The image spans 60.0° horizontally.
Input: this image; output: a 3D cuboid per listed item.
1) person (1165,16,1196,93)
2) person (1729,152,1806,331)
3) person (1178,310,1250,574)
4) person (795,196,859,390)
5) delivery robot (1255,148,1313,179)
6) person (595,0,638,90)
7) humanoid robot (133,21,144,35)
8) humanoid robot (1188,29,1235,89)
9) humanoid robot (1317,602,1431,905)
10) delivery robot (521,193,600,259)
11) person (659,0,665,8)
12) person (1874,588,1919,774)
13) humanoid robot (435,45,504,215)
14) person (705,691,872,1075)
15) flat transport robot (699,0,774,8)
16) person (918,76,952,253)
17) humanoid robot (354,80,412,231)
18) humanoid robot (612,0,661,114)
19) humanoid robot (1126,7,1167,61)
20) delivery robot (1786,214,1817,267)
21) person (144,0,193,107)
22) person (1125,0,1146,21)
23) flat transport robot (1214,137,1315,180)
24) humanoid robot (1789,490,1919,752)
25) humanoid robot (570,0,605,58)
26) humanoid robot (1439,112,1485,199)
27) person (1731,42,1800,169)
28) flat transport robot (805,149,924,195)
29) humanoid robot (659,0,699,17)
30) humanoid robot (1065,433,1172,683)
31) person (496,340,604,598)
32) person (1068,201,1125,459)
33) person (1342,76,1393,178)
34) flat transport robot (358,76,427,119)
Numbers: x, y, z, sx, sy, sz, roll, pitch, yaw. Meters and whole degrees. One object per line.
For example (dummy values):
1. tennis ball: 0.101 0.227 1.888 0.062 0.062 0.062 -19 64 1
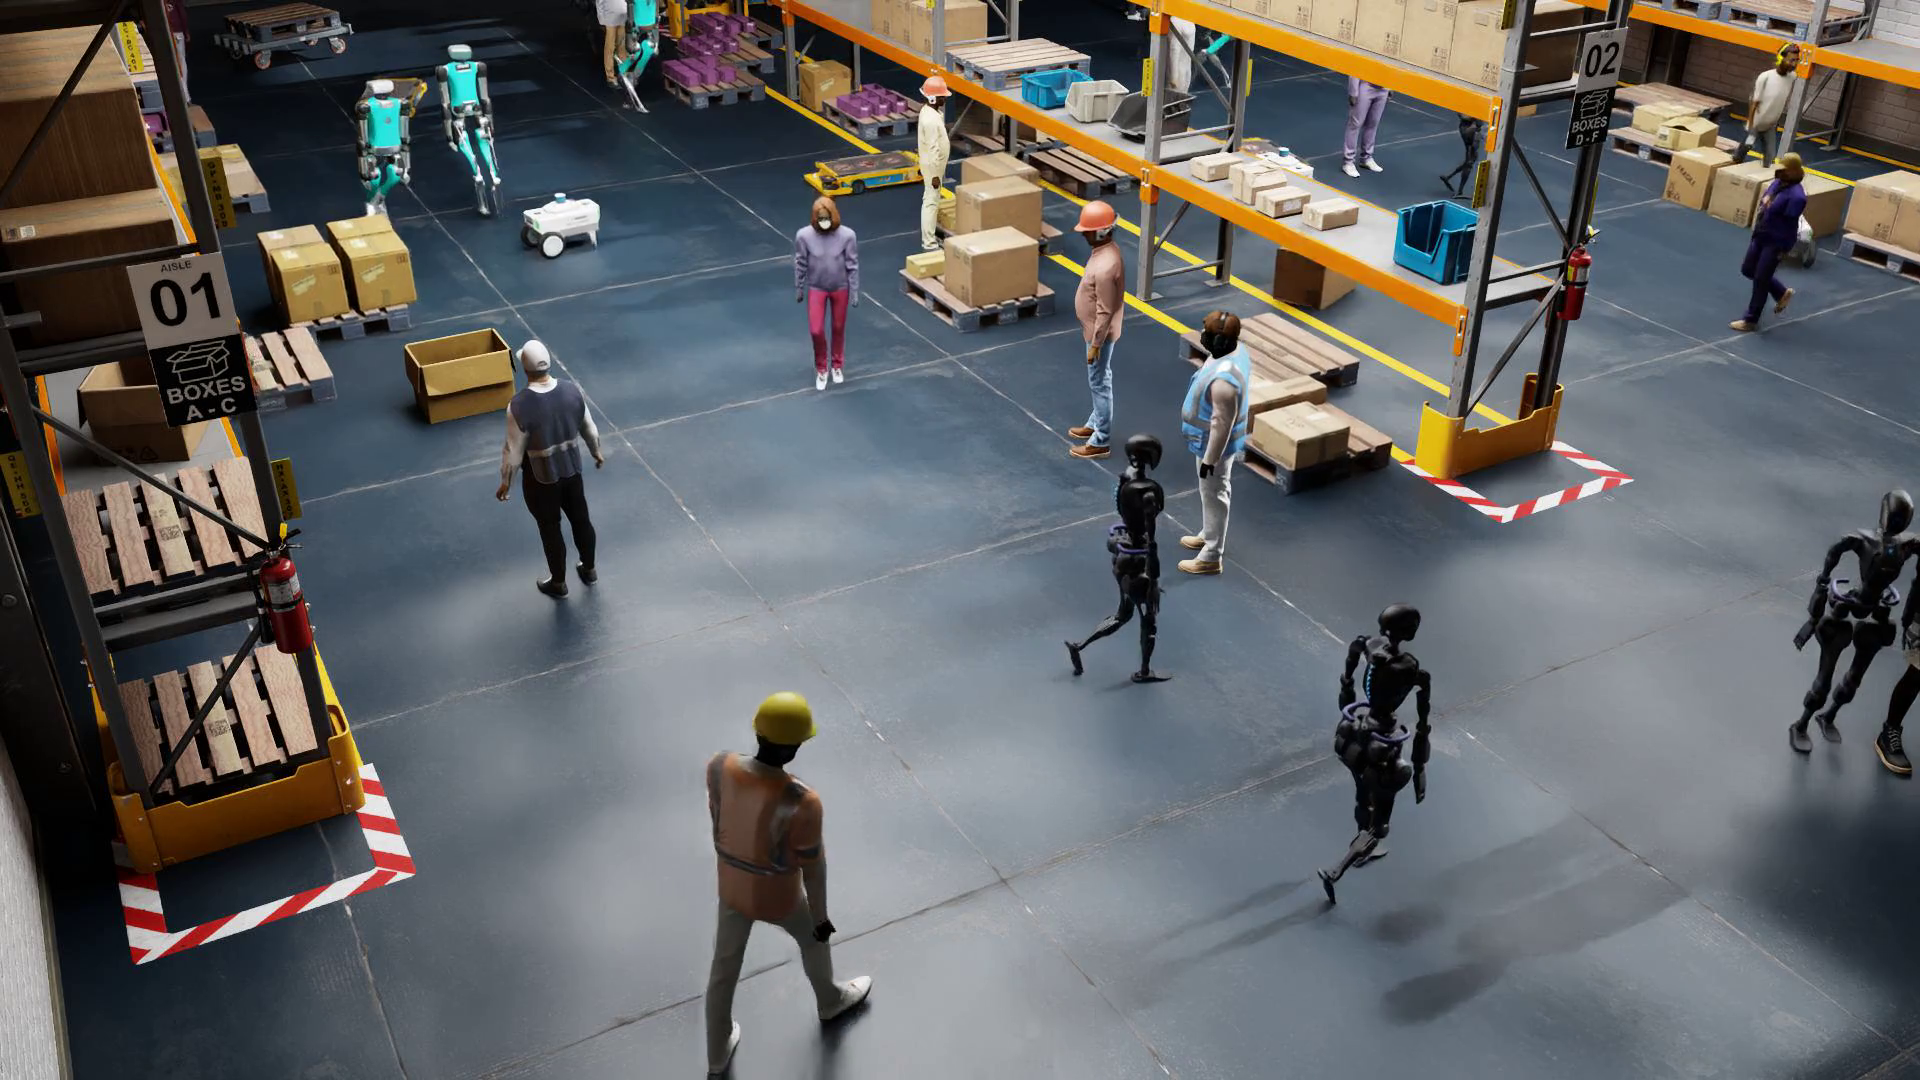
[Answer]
1. person: 2.568 -5.482 19.324 0.377 1.893 0.584 13 32 21
2. person: 7.194 -2.634 14.635 0.539 1.599 0.471 -2 30 -4
3. person: 1.661 -0.643 10.951 0.430 1.845 0.618 6 30 11
4. person: -1.070 -1.995 13.519 0.514 1.611 0.539 -3 30 -5
5. delivery robot: 3.464 -3.937 17.976 0.499 0.595 0.792 -17 34 -27
6. person: -4.517 -6.831 21.818 0.334 1.742 0.560 19 35 29
7. humanoid robot: -11.062 -6.902 22.028 0.660 1.638 0.591 24 38 36
8. humanoid robot: 3.338 -6.714 21.682 0.898 1.822 0.550 5 30 9
9. humanoid robot: 2.004 1.028 8.225 0.650 1.642 0.600 -19 35 -29
10. delivery robot: -3.972 -3.158 16.613 0.741 0.587 0.525 -20 35 -30
11. person: -4.895 -9.226 25.906 0.629 1.834 0.433 -10 31 -17
12. person: 5.452 0.407 9.009 0.603 1.958 0.370 -1 30 -1
13. humanoid robot: -4.974 -4.098 17.178 0.543 1.894 0.728 -19 35 -30
14. person: -0.799 1.478 7.244 0.616 1.863 0.823 14 33 22
15. flat transport robot: -3.415 -8.651 26.470 1.431 0.231 0.659 -10 31 -17
16. person: -0.243 -3.671 16.308 0.332 1.749 0.572 -2 30 -3
17. humanoid robot: -5.683 -3.655 16.307 0.586 1.776 0.712 -24 38 -35
18. humanoid robot: -4.077 -6.129 20.710 0.780 1.892 0.545 21 36 32
19. humanoid robot: 2.682 -7.372 22.895 0.783 1.647 0.603 10 31 17
20. delivery robot: 8.135 -3.027 16.404 0.499 0.607 0.808 6 30 10
21. person: -10.075 -6.478 21.041 0.506 1.908 0.877 -25 38 -36
22. person: 2.700 -8.865 25.253 0.324 1.843 0.528 0 30 -1
23. flat transport robot: 3.400 -4.294 18.885 0.659 0.231 1.431 -9 31 -15
24. humanoid robot: 5.001 0.435 9.271 0.611 1.667 0.390 4 30 8
25. humanoid robot: -5.209 -7.669 23.363 0.583 1.641 0.651 -3 30 -5
26. humanoid robot: 5.431 -4.468 17.775 0.408 1.640 0.616 3 30 5
27. person: 8.367 -4.283 17.326 0.509 1.809 0.957 -7 31 -11
28. flat transport robot: -0.952 -4.097 18.542 1.431 0.231 0.659 -13 32 -22
29. humanoid robot: -4.201 -8.743 25.163 0.947 1.758 0.542 -12 32 -20
30. humanoid robot: 0.972 0.124 9.792 0.643 1.635 0.596 -5 30 -9
31. person: -2.626 -0.452 10.700 0.760 1.757 0.448 -25 38 -36
32. person: 1.021 -1.568 12.416 0.384 1.988 0.607 2 30 4
33. person: 4.593 -5.022 18.509 0.641 1.909 0.403 -17 34 -27
34. flat transport robot: -7.250 -5.650 21.245 0.659 0.231 1.431 -4 30 -7
